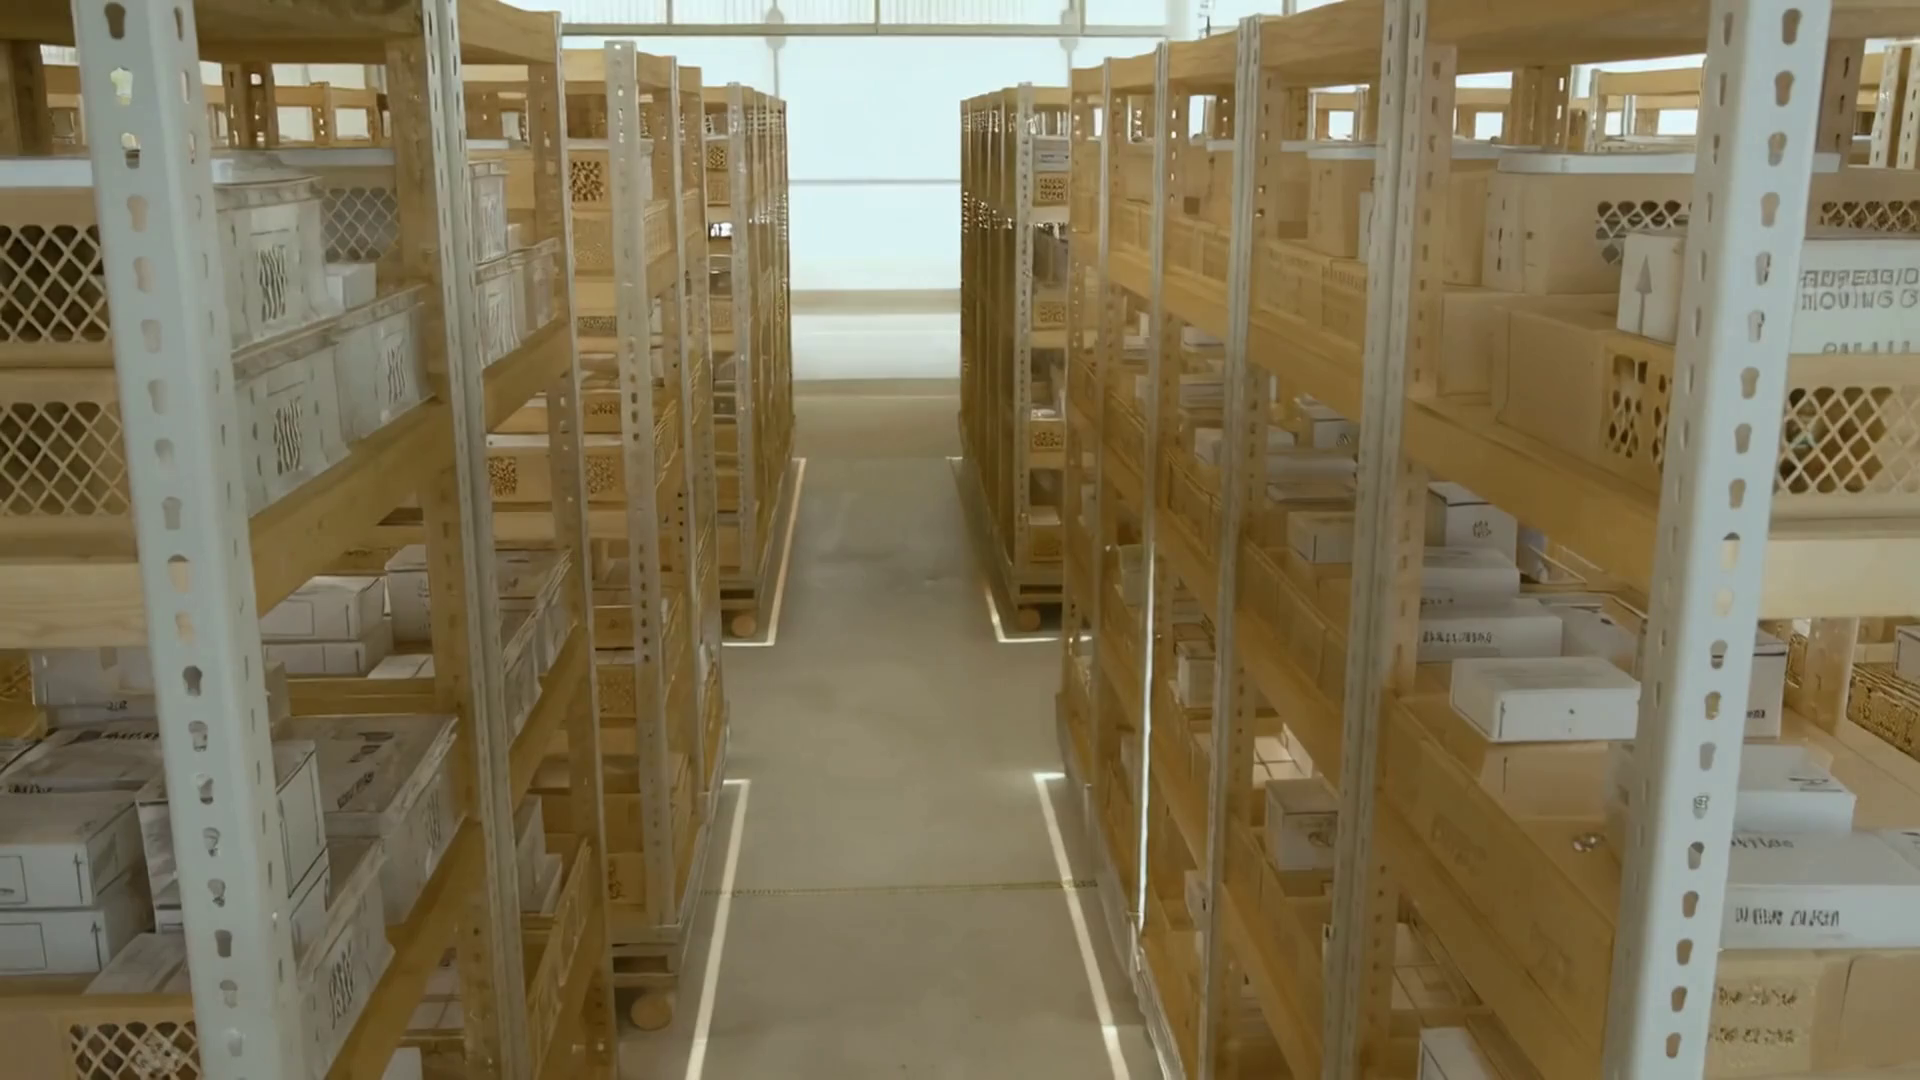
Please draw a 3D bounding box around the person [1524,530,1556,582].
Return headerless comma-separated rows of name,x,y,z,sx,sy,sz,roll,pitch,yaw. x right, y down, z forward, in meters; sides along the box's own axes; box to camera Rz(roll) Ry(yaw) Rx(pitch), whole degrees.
person,3.929,-0.347,11.190,0.643,1.938,0.988,4,15,17
